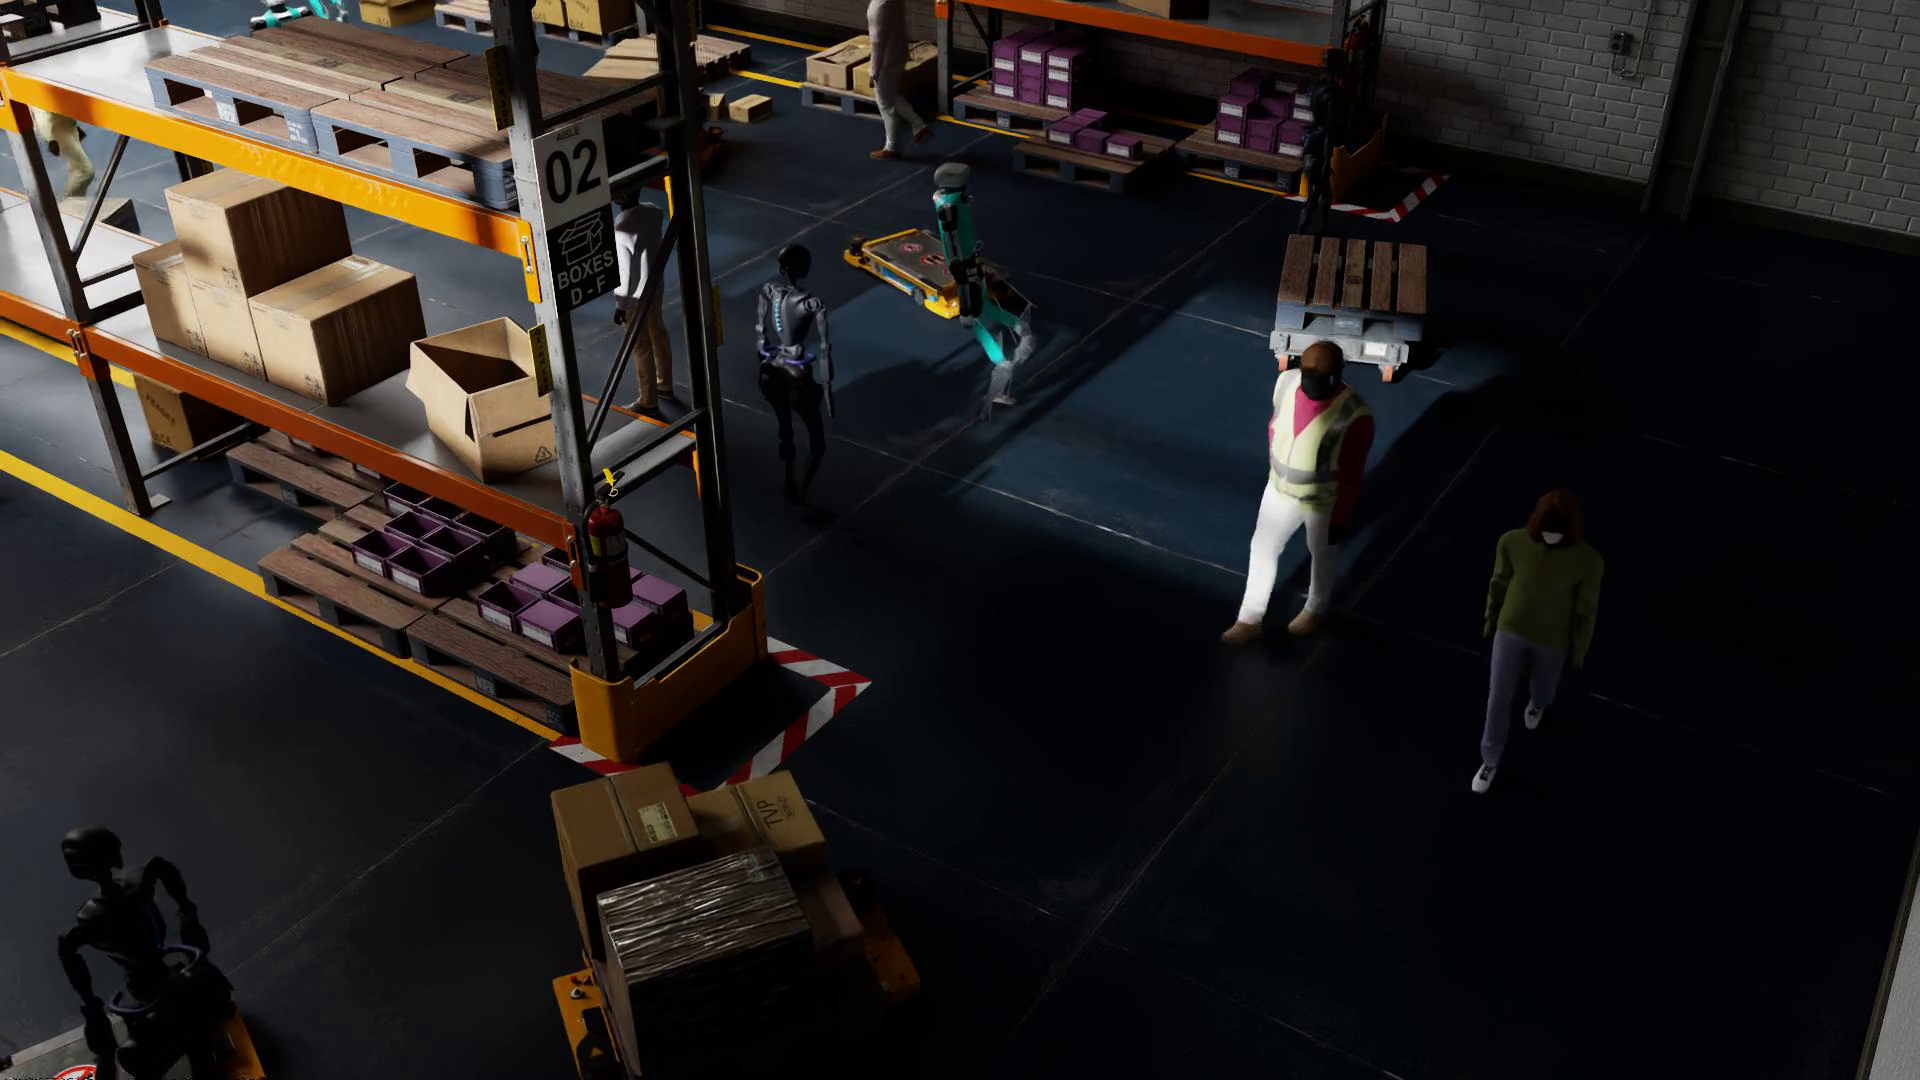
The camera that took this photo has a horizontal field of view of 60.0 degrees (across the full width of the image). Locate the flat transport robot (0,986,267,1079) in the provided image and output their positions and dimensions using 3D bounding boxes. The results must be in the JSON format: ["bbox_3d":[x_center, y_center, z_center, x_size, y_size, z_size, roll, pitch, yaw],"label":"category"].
[{"bbox_3d":[-3.483,2.238,6.433,1.431,0.231,0.659,-20,38,-28],"label":"flat transport robot"}]

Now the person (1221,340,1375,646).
[{"bbox_3d":[1.772,-0.206,8.778,0.817,1.808,0.646,-27,42,-35],"label":"person"}]

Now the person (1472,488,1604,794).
[{"bbox_3d":[2.771,0.427,7.985,0.504,1.609,0.691,17,37,24],"label":"person"}]

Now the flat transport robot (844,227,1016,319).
[{"bbox_3d":[-0.255,-2.145,13.169,0.659,0.231,1.431,-22,39,-30],"label":"flat transport robot"}]

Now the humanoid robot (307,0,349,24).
[{"bbox_3d":[-6.813,-5.920,17.593,0.566,1.709,0.965,-27,42,-35],"label":"humanoid robot"}]

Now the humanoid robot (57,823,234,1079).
[{"bbox_3d":[-2.874,1.696,5.980,0.384,1.638,0.608,10,34,14],"label":"humanoid robot"}]

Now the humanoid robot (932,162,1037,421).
[{"bbox_3d":[0.231,-1.576,11.038,0.814,1.851,0.547,4,33,5],"label":"humanoid robot"}]

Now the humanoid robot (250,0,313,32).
[{"bbox_3d":[-5.920,-3.949,14.707,0.551,1.910,0.740,-25,40,-33],"label":"humanoid robot"}]

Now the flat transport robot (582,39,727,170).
[{"bbox_3d":[-2.973,-3.701,15.562,1.431,0.231,0.659,6,34,9],"label":"flat transport robot"}]

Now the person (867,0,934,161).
[{"bbox_3d":[-0.598,-4.301,14.991,0.519,1.904,0.658,9,34,13],"label":"person"}]

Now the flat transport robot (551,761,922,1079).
[{"bbox_3d":[-0.943,1.855,7.022,1.431,0.231,0.659,-13,35,-19],"label":"flat transport robot"}]

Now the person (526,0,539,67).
[{"bbox_3d":[-3.995,-4.413,15.128,0.432,1.944,0.481,1,33,1],"label":"person"}]

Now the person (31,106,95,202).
[{"bbox_3d":[-7.400,-3.410,13.768,0.379,1.726,0.575,-6,34,-9],"label":"person"}]

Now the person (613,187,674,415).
[{"bbox_3d":[-2.153,-1.672,11.080,0.328,1.751,0.566,11,35,16],"label":"person"}]

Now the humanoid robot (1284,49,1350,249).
[{"bbox_3d":[2.945,-3.126,13.399,0.587,1.638,0.616,1,33,1],"label":"humanoid robot"}]

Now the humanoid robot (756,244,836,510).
[{"bbox_3d":[-1.033,-0.970,10.081,0.614,1.645,0.473,21,39,29],"label":"humanoid robot"}]
